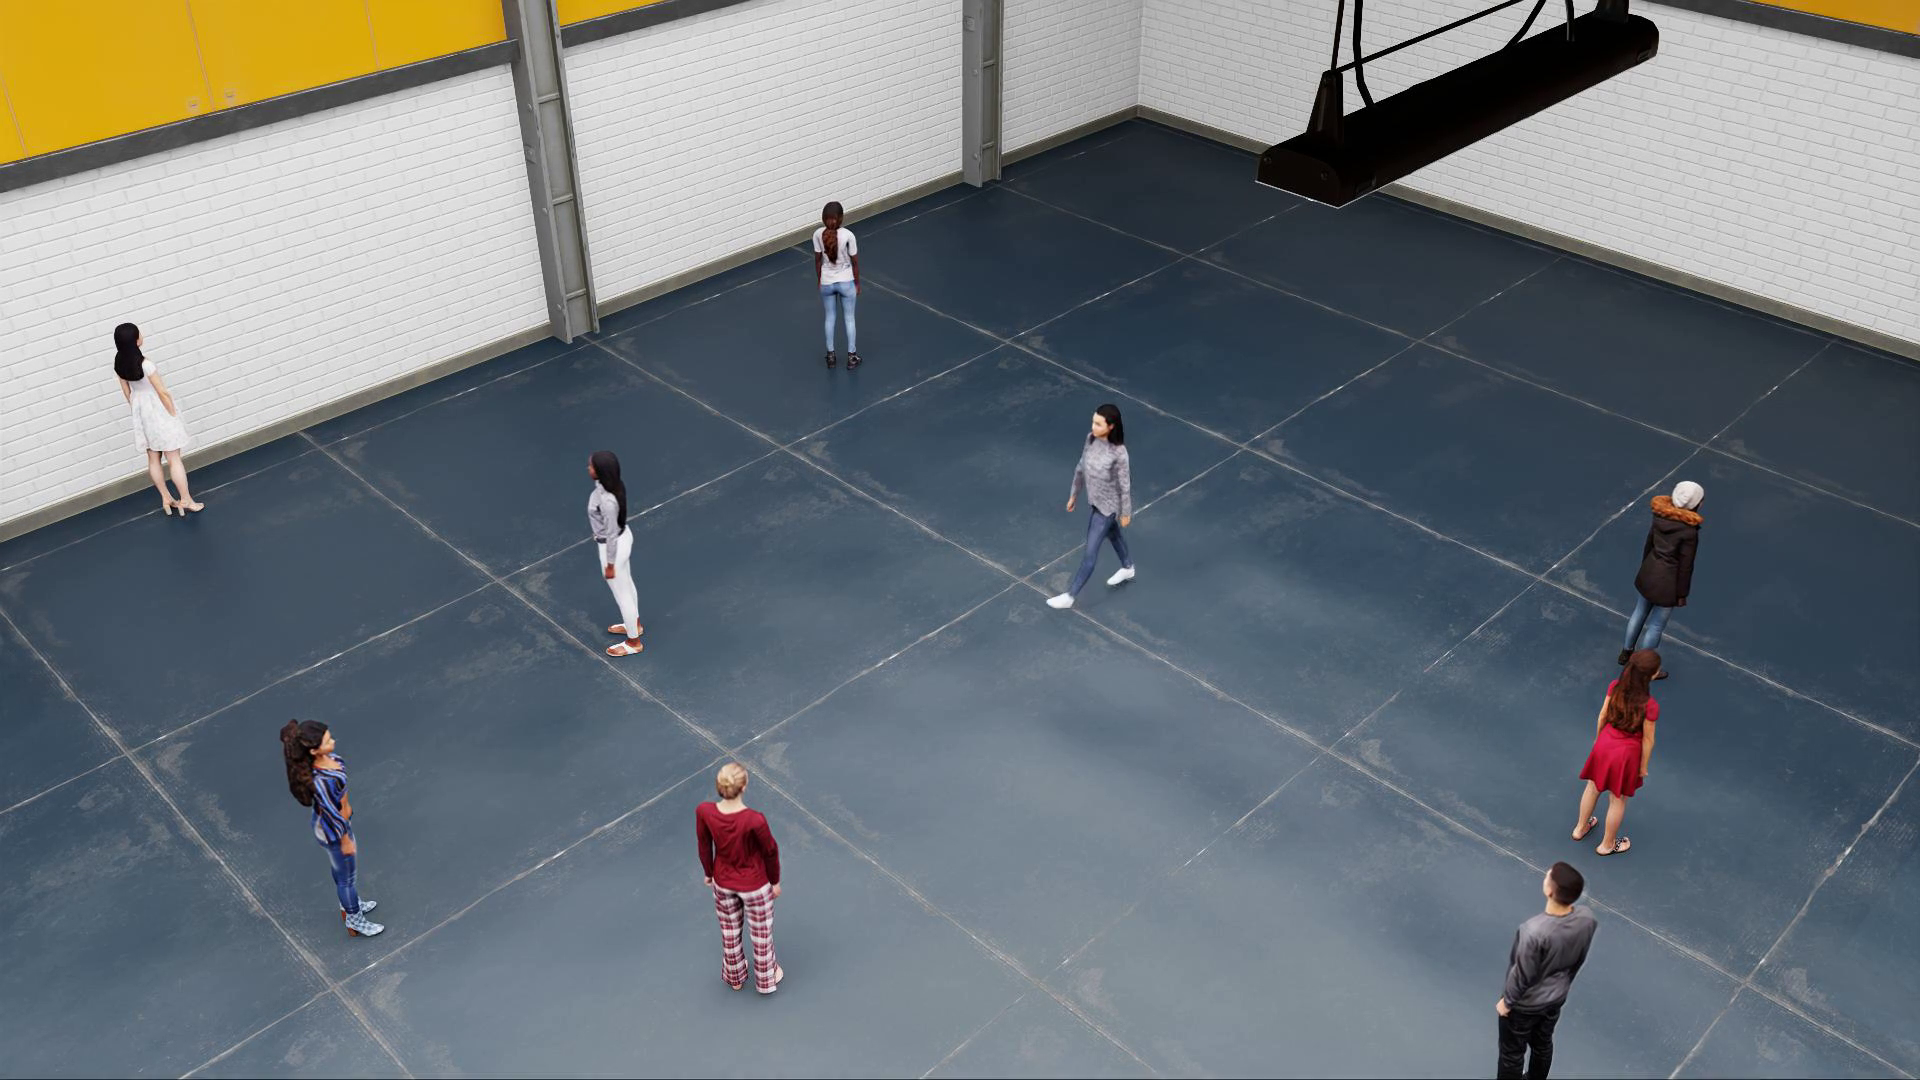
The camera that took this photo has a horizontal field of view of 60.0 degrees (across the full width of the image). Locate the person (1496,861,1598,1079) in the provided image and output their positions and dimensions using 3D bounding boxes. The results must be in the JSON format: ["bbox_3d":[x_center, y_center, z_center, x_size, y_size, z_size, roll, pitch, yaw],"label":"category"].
[{"bbox_3d":[3.042,2.388,8.781,0.593,1.760,0.748,-14,36,-19],"label":"person"}]

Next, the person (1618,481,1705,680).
[{"bbox_3d":[5.105,0.275,12.074,0.751,1.634,0.729,-9,35,-14],"label":"person"}]

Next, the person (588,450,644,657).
[{"bbox_3d":[-2.545,0.076,12.292,0.719,1.724,0.671,-2,34,-3],"label":"person"}]

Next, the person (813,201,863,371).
[{"bbox_3d":[-1.186,-2.475,16.134,0.672,1.719,0.706,5,34,7],"label":"person"}]

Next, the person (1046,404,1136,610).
[{"bbox_3d":[1.190,-0.299,12.896,1.212,1.680,0.804,-20,39,-27],"label":"person"}]

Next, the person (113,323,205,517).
[{"bbox_3d":[-6.713,-1.001,13.866,0.762,1.775,0.790,9,35,14],"label":"person"}]

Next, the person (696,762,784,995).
[{"bbox_3d":[-1.252,1.929,9.528,0.680,1.698,0.673,8,34,12],"label":"person"}]

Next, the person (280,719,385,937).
[{"bbox_3d":[-3.733,1.710,9.931,0.659,1.617,0.676,-15,36,-21],"label":"person"}]

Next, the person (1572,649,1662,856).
[{"bbox_3d":[4.186,1.332,10.557,0.642,1.553,0.587,-21,39,-29],"label":"person"}]
